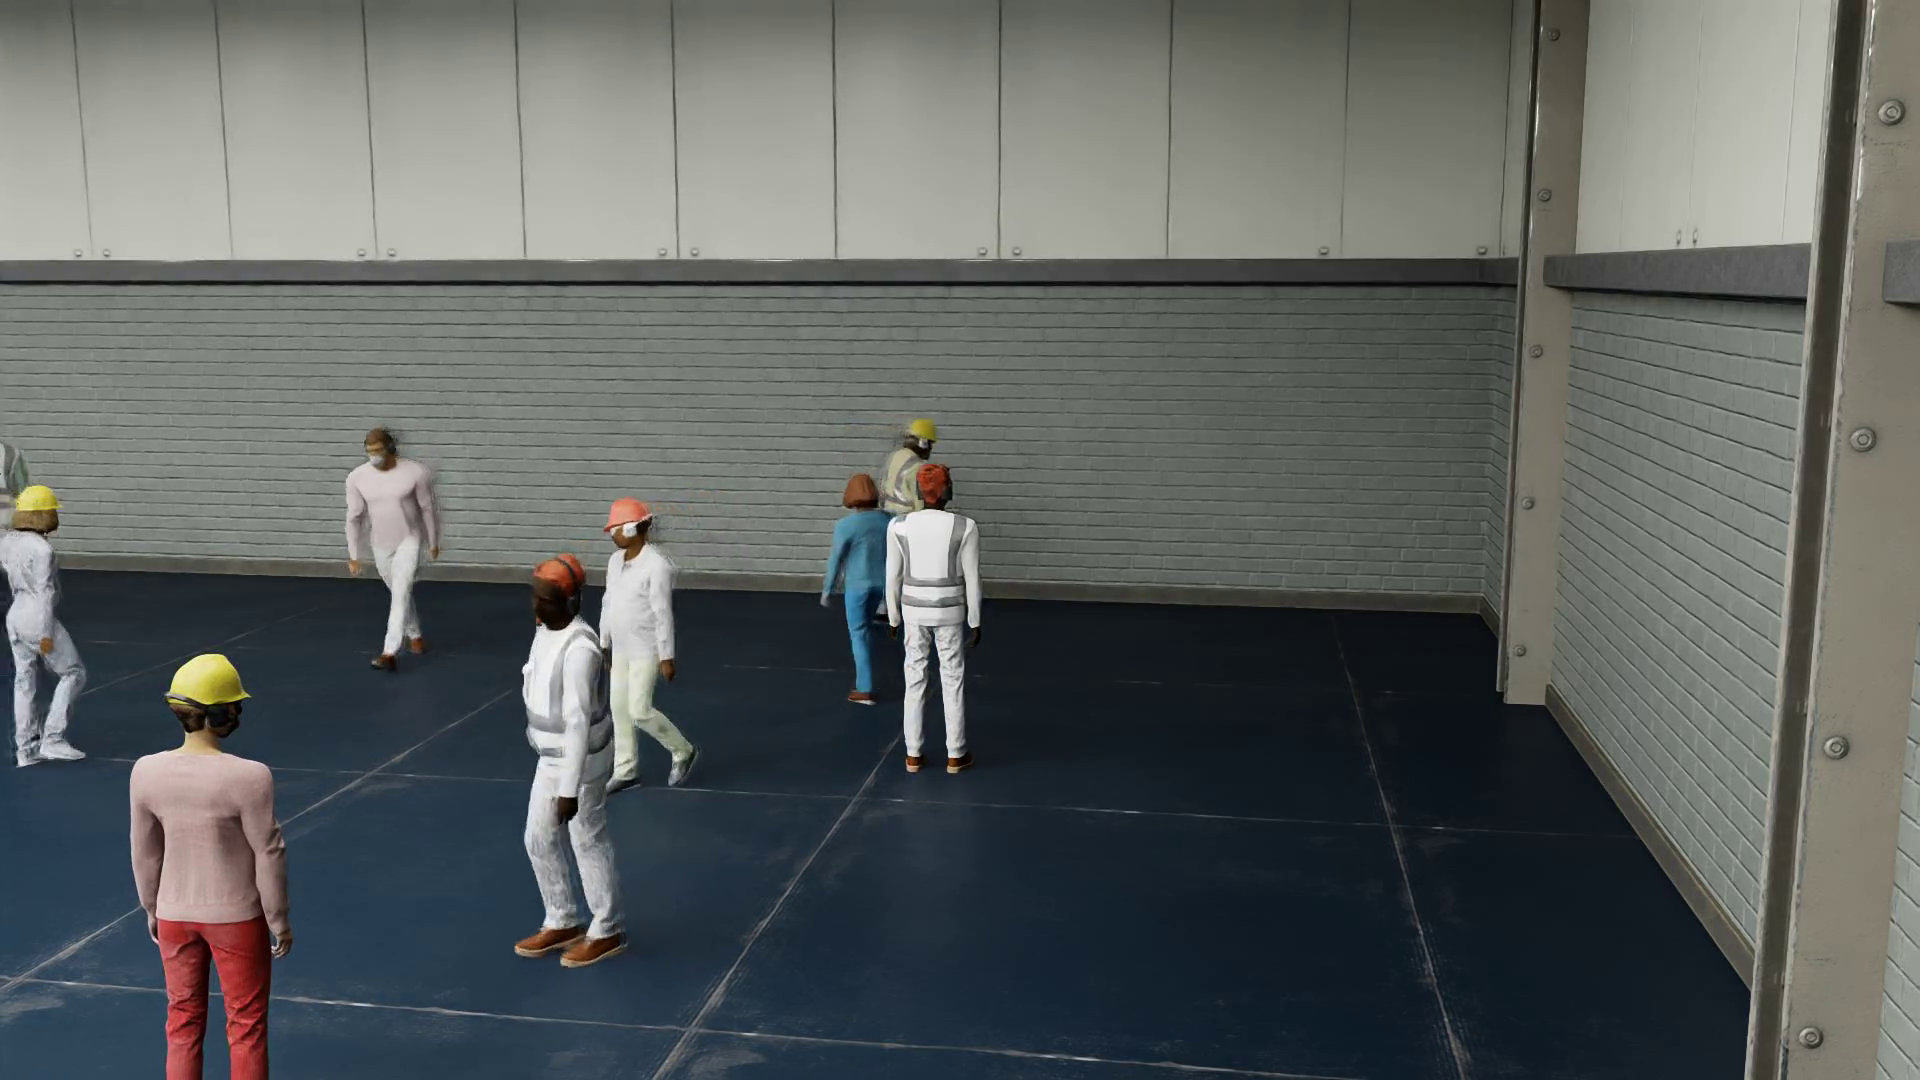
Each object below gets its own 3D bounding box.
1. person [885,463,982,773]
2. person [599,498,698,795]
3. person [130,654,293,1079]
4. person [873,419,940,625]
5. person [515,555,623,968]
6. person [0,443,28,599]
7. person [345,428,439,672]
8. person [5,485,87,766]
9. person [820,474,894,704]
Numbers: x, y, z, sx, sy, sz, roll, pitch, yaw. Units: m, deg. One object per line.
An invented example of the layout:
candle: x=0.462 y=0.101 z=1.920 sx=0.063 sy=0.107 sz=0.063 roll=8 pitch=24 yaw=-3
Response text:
person: x=-0.156 y=0.474 z=10.052 sx=0.584 sy=1.881 sz=0.337 roll=1 pitch=9 yaw=9
person: x=-1.883 y=0.618 z=9.643 sx=0.507 sy=1.724 sz=0.585 roll=-8 pitch=12 yaw=-41
person: x=-2.497 y=1.256 z=5.603 sx=0.533 sy=1.765 sz=0.324 roll=1 pitch=9 yaw=9
person: x=-0.376 y=-0.150 z=14.292 sx=0.930 sy=1.758 sz=0.648 roll=-3 pitch=10 yaw=-16
person: x=-1.677 y=0.965 z=7.133 sx=0.517 sy=1.850 sz=0.616 roll=-7 pitch=11 yaw=-35
person: x=-8.105 y=-0.152 z=13.883 sx=0.636 sy=1.884 sz=0.706 roll=8 pitch=12 yaw=42
person: x=-4.356 y=0.050 z=12.794 sx=0.634 sy=1.852 sz=1.106 roll=0 pitch=9 yaw=-1
person: x=-5.638 y=0.525 z=10.211 sx=0.496 sy=1.725 sz=0.470 roll=6 pitch=11 yaw=34
person: x=-0.734 y=0.335 z=11.728 sx=0.535 sy=1.611 sz=0.500 roll=-8 pitch=12 yaw=-41
